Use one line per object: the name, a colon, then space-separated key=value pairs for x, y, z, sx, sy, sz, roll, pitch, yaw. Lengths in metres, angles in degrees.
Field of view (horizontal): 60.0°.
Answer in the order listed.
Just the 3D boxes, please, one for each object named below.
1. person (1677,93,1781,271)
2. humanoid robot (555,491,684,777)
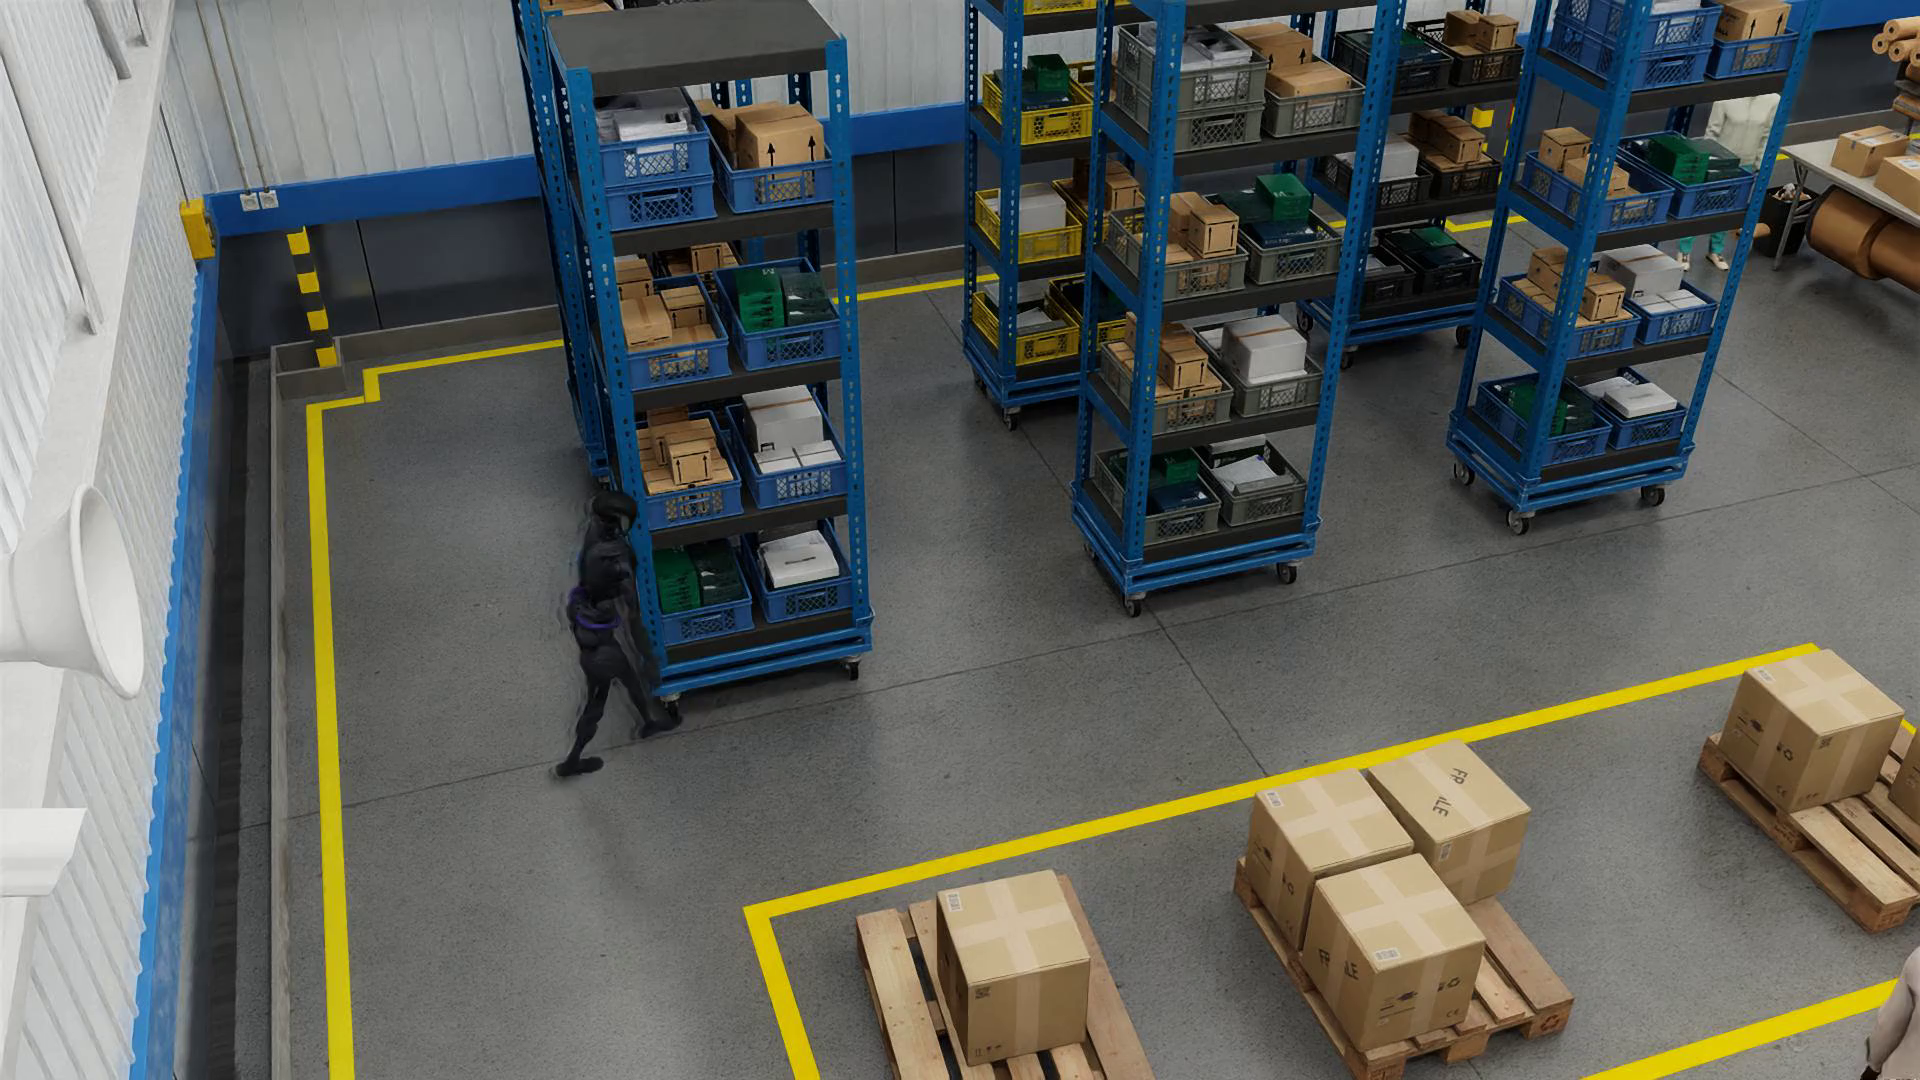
person: x=5.995 y=-2.931 z=12.911 sx=0.524 sy=1.768 sz=0.326 roll=0 pitch=35 yaw=0
humanoid robot: x=-1.766 y=0.457 z=8.215 sx=0.758 sy=1.621 sz=0.611 roll=-14 pitch=37 yaw=-19
